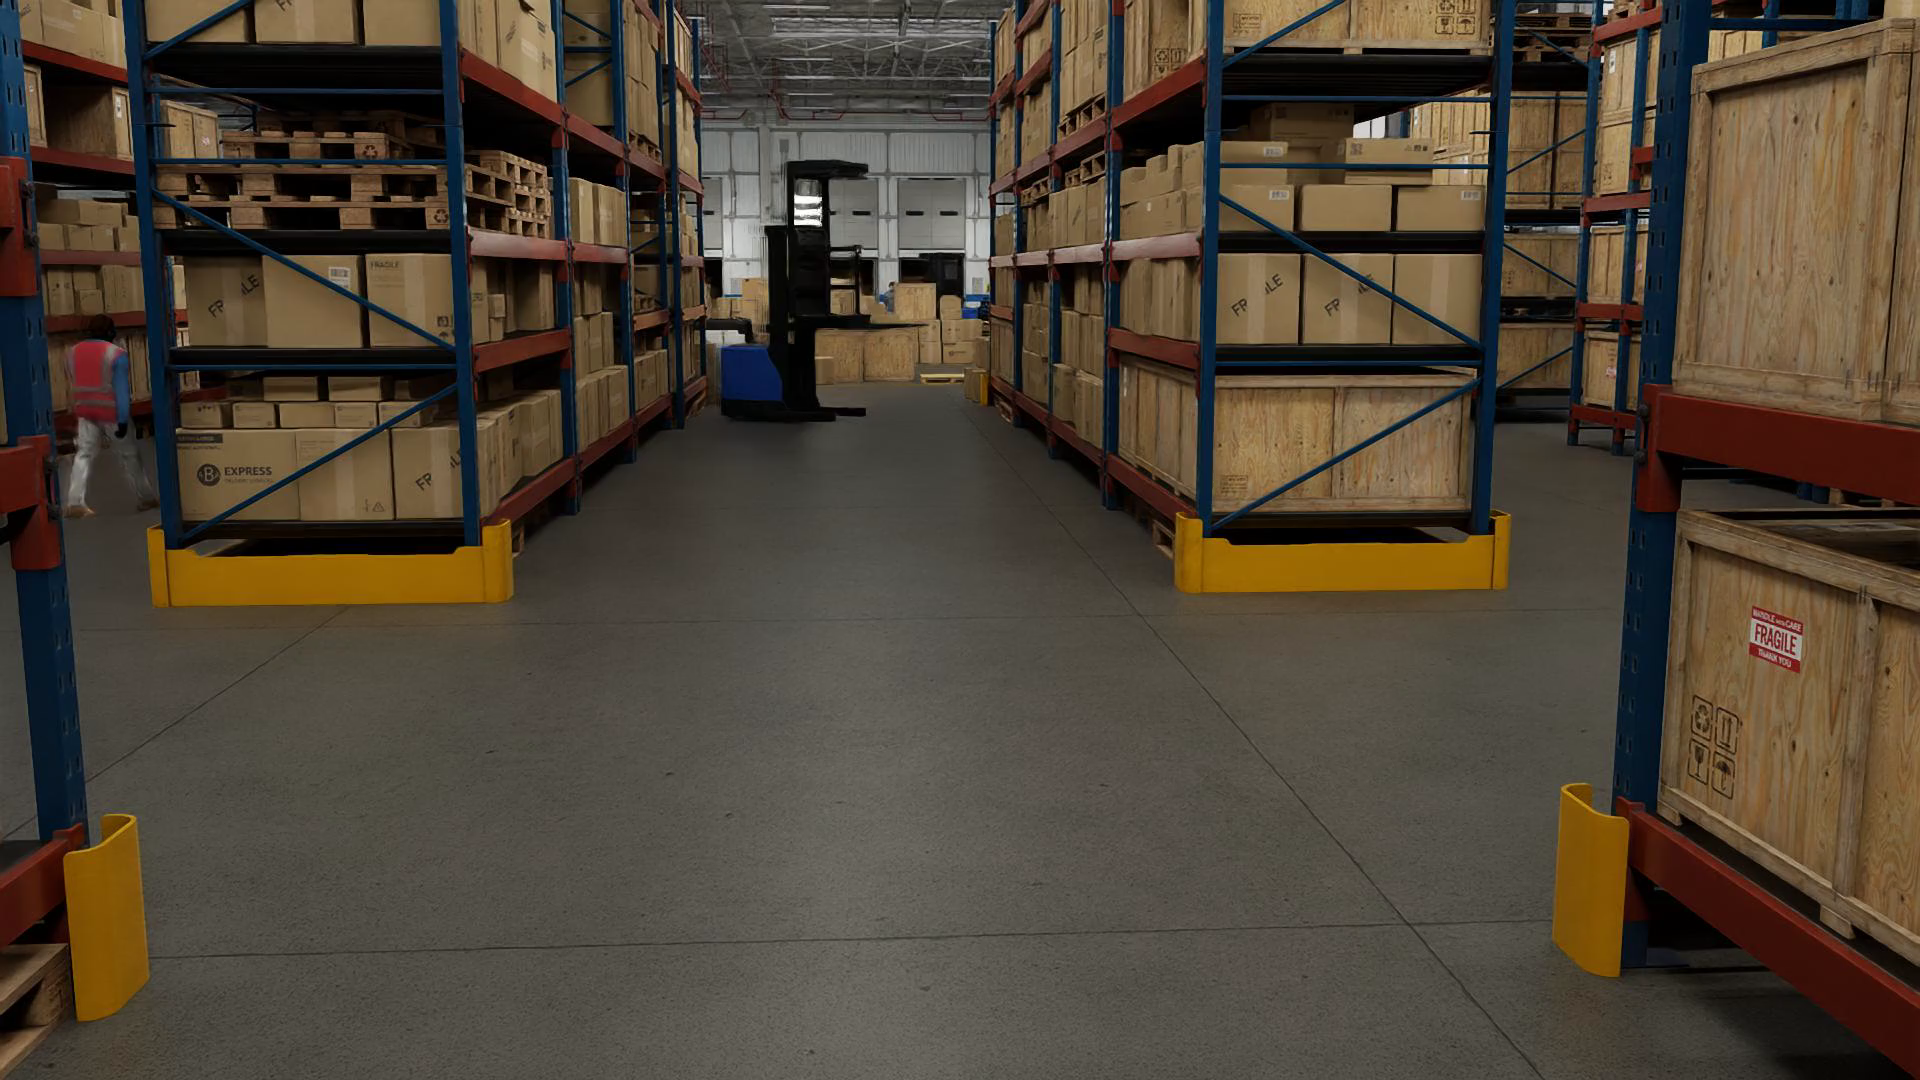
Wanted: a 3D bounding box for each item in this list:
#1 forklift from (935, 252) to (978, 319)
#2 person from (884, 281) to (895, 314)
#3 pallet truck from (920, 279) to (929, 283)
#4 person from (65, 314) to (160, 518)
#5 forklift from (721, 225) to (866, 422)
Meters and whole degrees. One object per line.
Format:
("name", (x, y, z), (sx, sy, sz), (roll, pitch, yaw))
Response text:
("forklift", (-0.304, -7.584, 51.949), (1.129, 2.768, 1.873), (-5, 10, -30))
("person", (-2.079, -7.094, 51.846), (0.637, 1.932, 0.363), (2, 9, 15))
("pallet truck", (-0.932, -8.922, 63.114), (1.885, 1.965, 0.823), (2, 9, 13))
("person", (-7.570, -1.095, 14.680), (0.615, 1.789, 0.966), (2, 9, 10))
("forklift", (-2.463, -3.161, 24.177), (1.873, 2.768, 1.129), (4, 10, 23))
